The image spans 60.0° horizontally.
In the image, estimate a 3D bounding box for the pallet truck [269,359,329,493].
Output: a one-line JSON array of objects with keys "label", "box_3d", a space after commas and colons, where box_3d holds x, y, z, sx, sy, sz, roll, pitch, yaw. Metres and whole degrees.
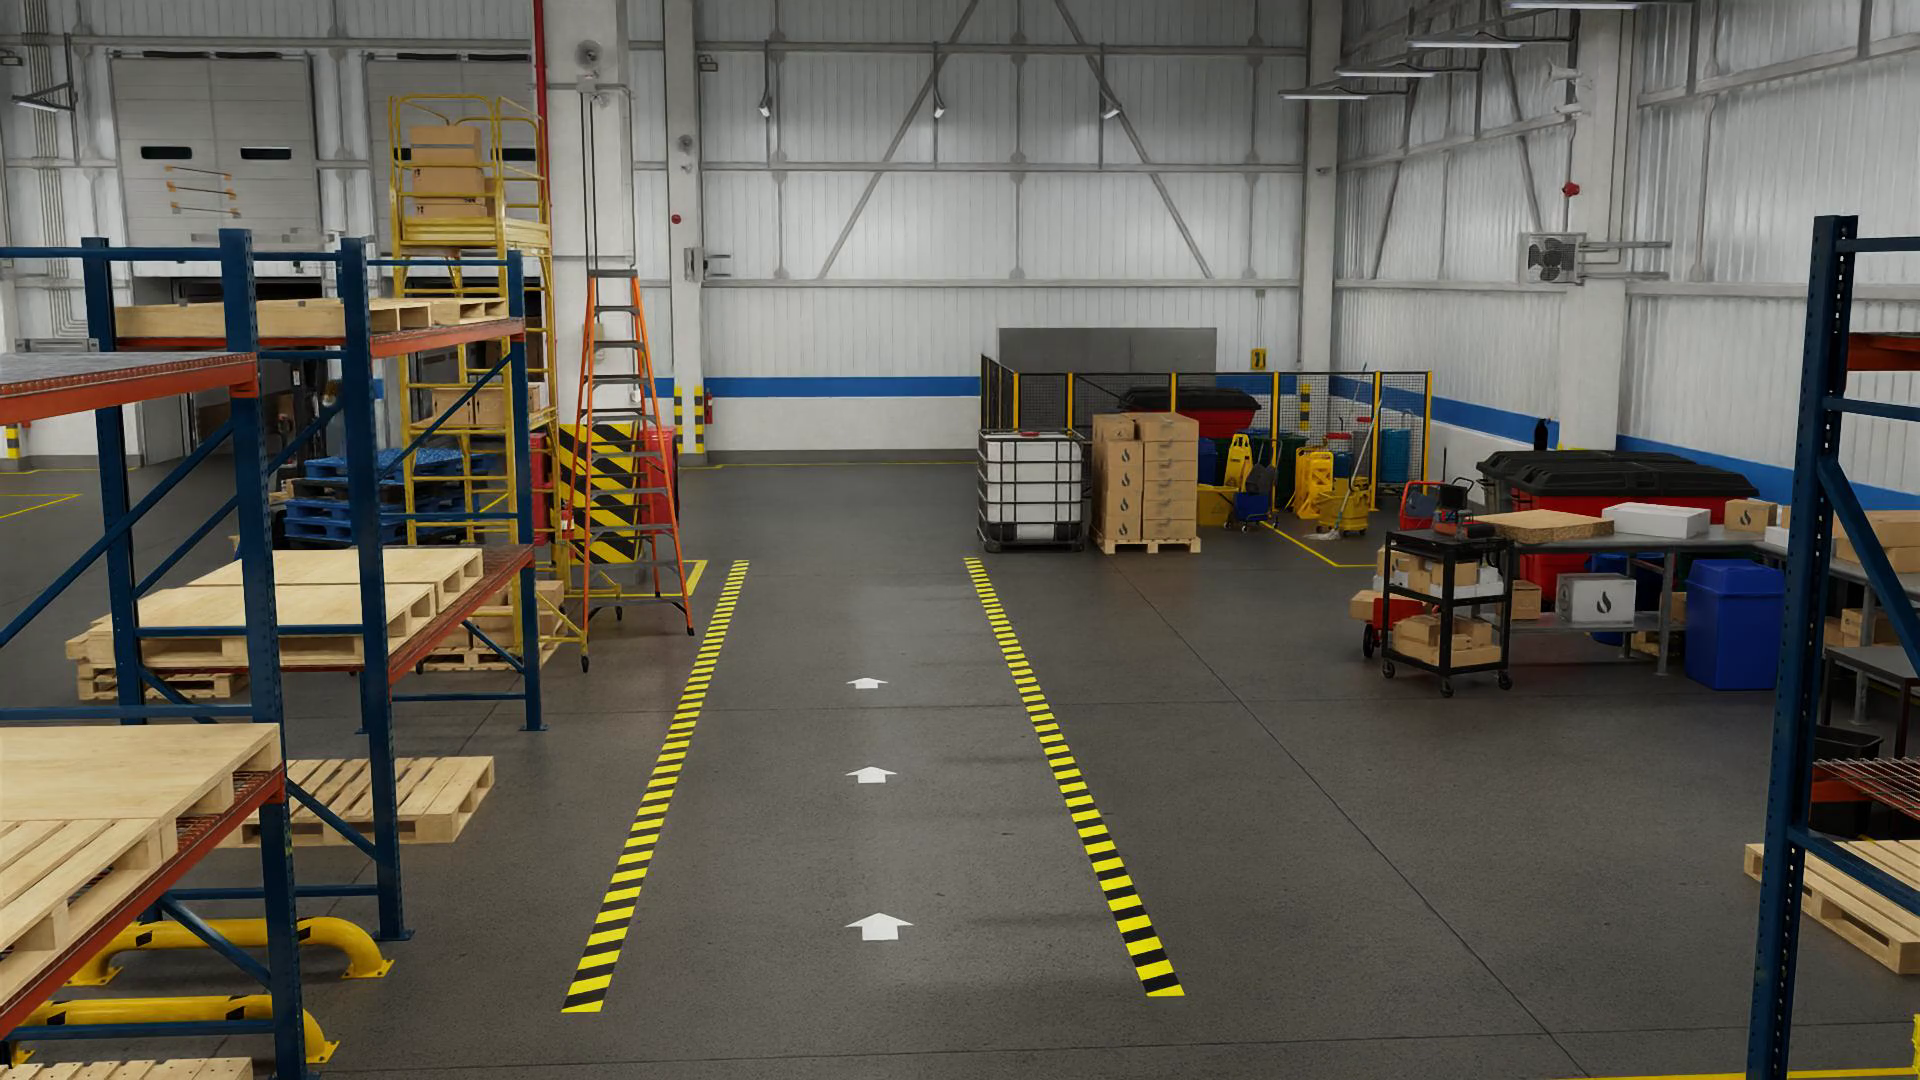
[{"label": "pallet truck", "box_3d": [-7.062, -1.131, 18.996, 1.885, 1.965, 0.823, 2, 9, 13]}]

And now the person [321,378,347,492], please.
[{"label": "person", "box_3d": [-5.738, -0.556, 15.604, 0.572, 1.928, 0.647, -4, 10, -23]}]
